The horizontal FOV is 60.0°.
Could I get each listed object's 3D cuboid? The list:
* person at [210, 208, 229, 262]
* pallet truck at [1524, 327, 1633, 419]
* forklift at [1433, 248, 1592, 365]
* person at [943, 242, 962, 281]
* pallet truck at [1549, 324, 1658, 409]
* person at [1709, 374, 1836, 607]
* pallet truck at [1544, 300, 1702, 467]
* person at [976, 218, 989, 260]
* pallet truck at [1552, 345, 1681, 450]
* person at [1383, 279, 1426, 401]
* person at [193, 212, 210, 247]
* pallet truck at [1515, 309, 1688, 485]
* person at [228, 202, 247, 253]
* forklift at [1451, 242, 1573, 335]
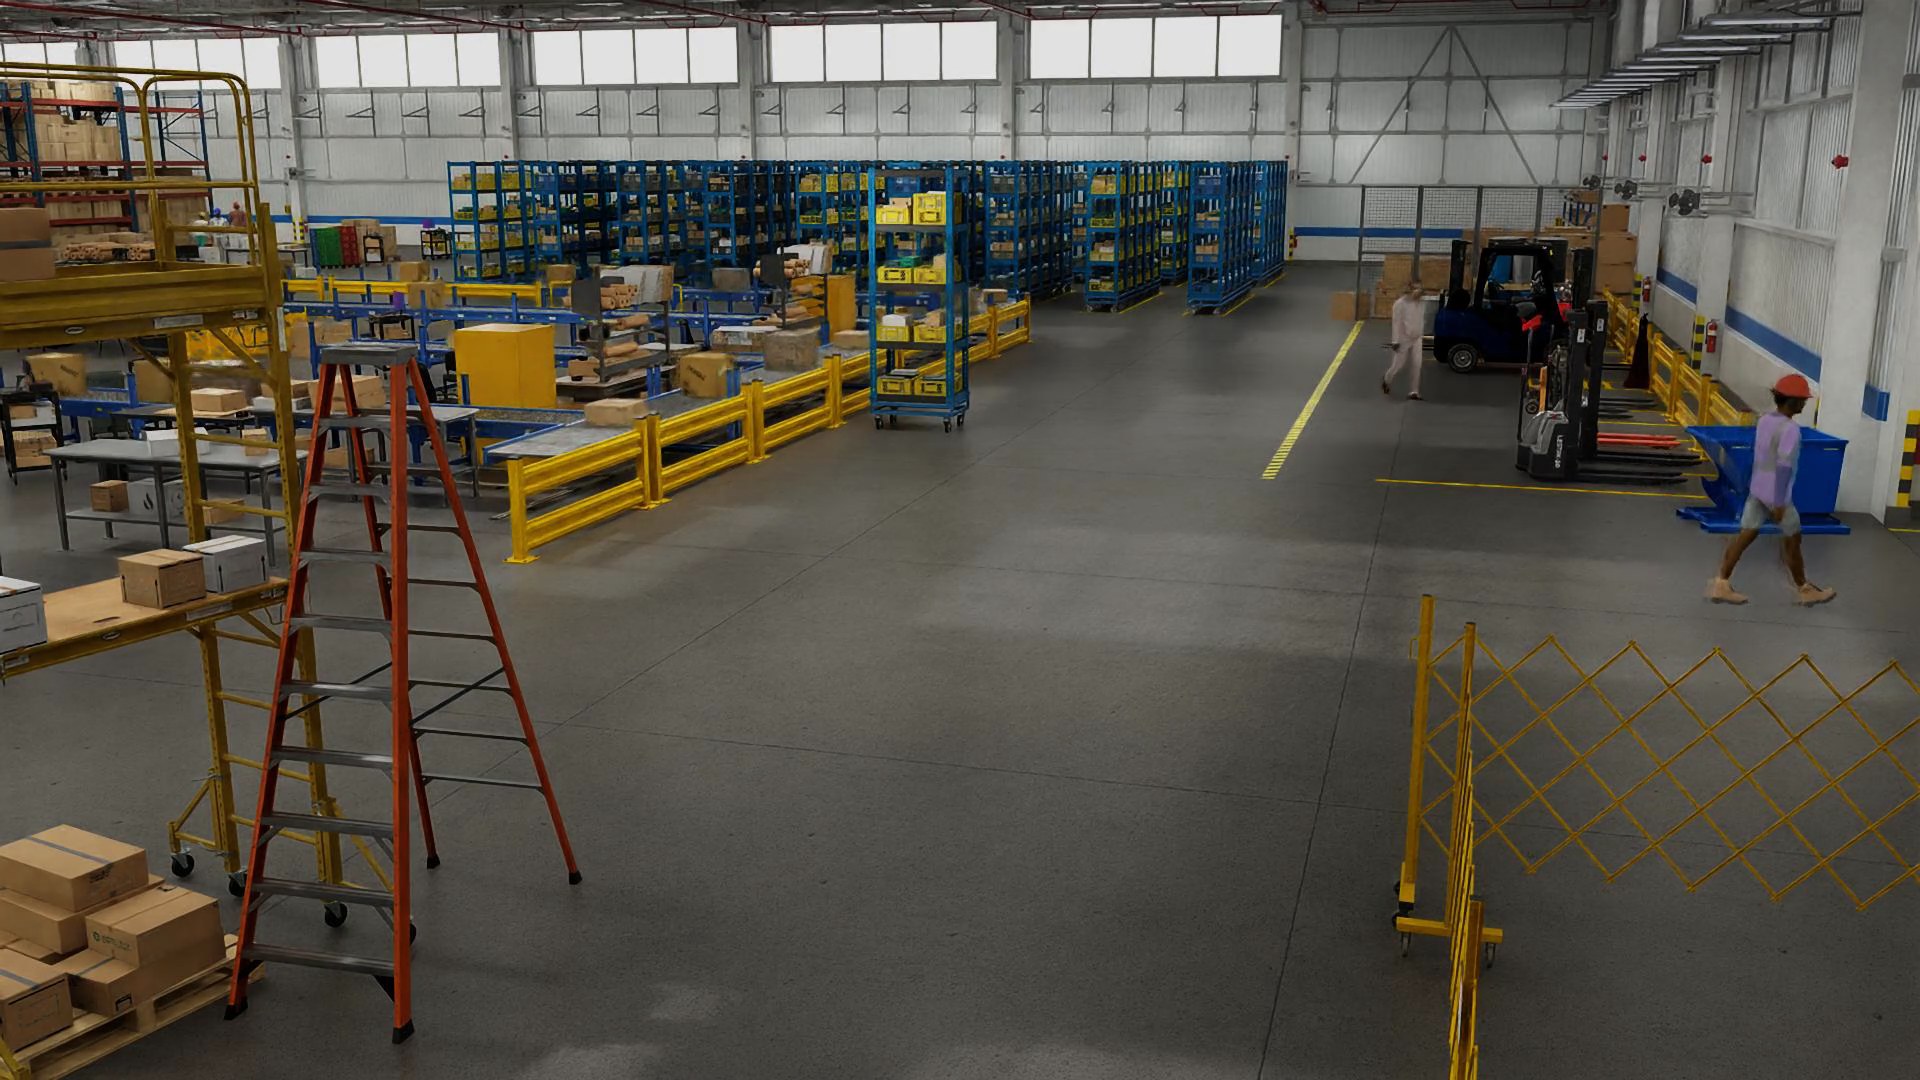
[{"bbox_3d":[-26.018,-10.678,58.448,0.603,1.941,0.402,-5,14,-20],"label":"person"},{"bbox_3d":[9.065,-2.460,24.370,1.522,1.261,0.704,3,13,14],"label":"pallet truck"},{"bbox_3d":[9.780,-4.111,29.280,2.680,1.987,1.157,3,13,14],"label":"forklift"},{"bbox_3d":[-0.249,-6.232,39.638,0.990,1.769,0.598,4,14,16],"label":"person"},{"bbox_3d":[9.824,-2.669,25.407,1.601,1.201,0.680,4,14,16],"label":"pallet truck"},{"bbox_3d":[6.878,-0.407,13.982,1.040,1.986,0.629,0,13,-1],"label":"person"},{"bbox_3d":[8.263,-1.952,20.631,1.885,1.965,0.823,5,14,20],"label":"pallet truck"},{"bbox_3d":[0.826,-10.551,58.162,0.766,1.824,0.570,3,13,14],"label":"person"},{"bbox_3d":[8.641,-1.896,21.908,1.630,1.274,0.653,4,14,16],"label":"pallet truck"},{"bbox_3d":[6.986,-3.145,26.035,0.649,1.884,0.712,-5,14,-22],"label":"person"},{"bbox_3d":[-27.678,-11.086,60.706,0.555,1.712,0.932,0,13,0],"label":"person"},{"bbox_3d":[7.554,-1.677,19.446,1.885,1.965,0.823,3,13,14],"label":"pallet truck"},{"bbox_3d":[-28.336,-12.248,65.221,0.635,1.942,1.012,-8,15,-31],"label":"person"},{"bbox_3d":[10.464,-4.597,31.405,2.680,1.987,1.157,4,14,16],"label":"forklift"}]
